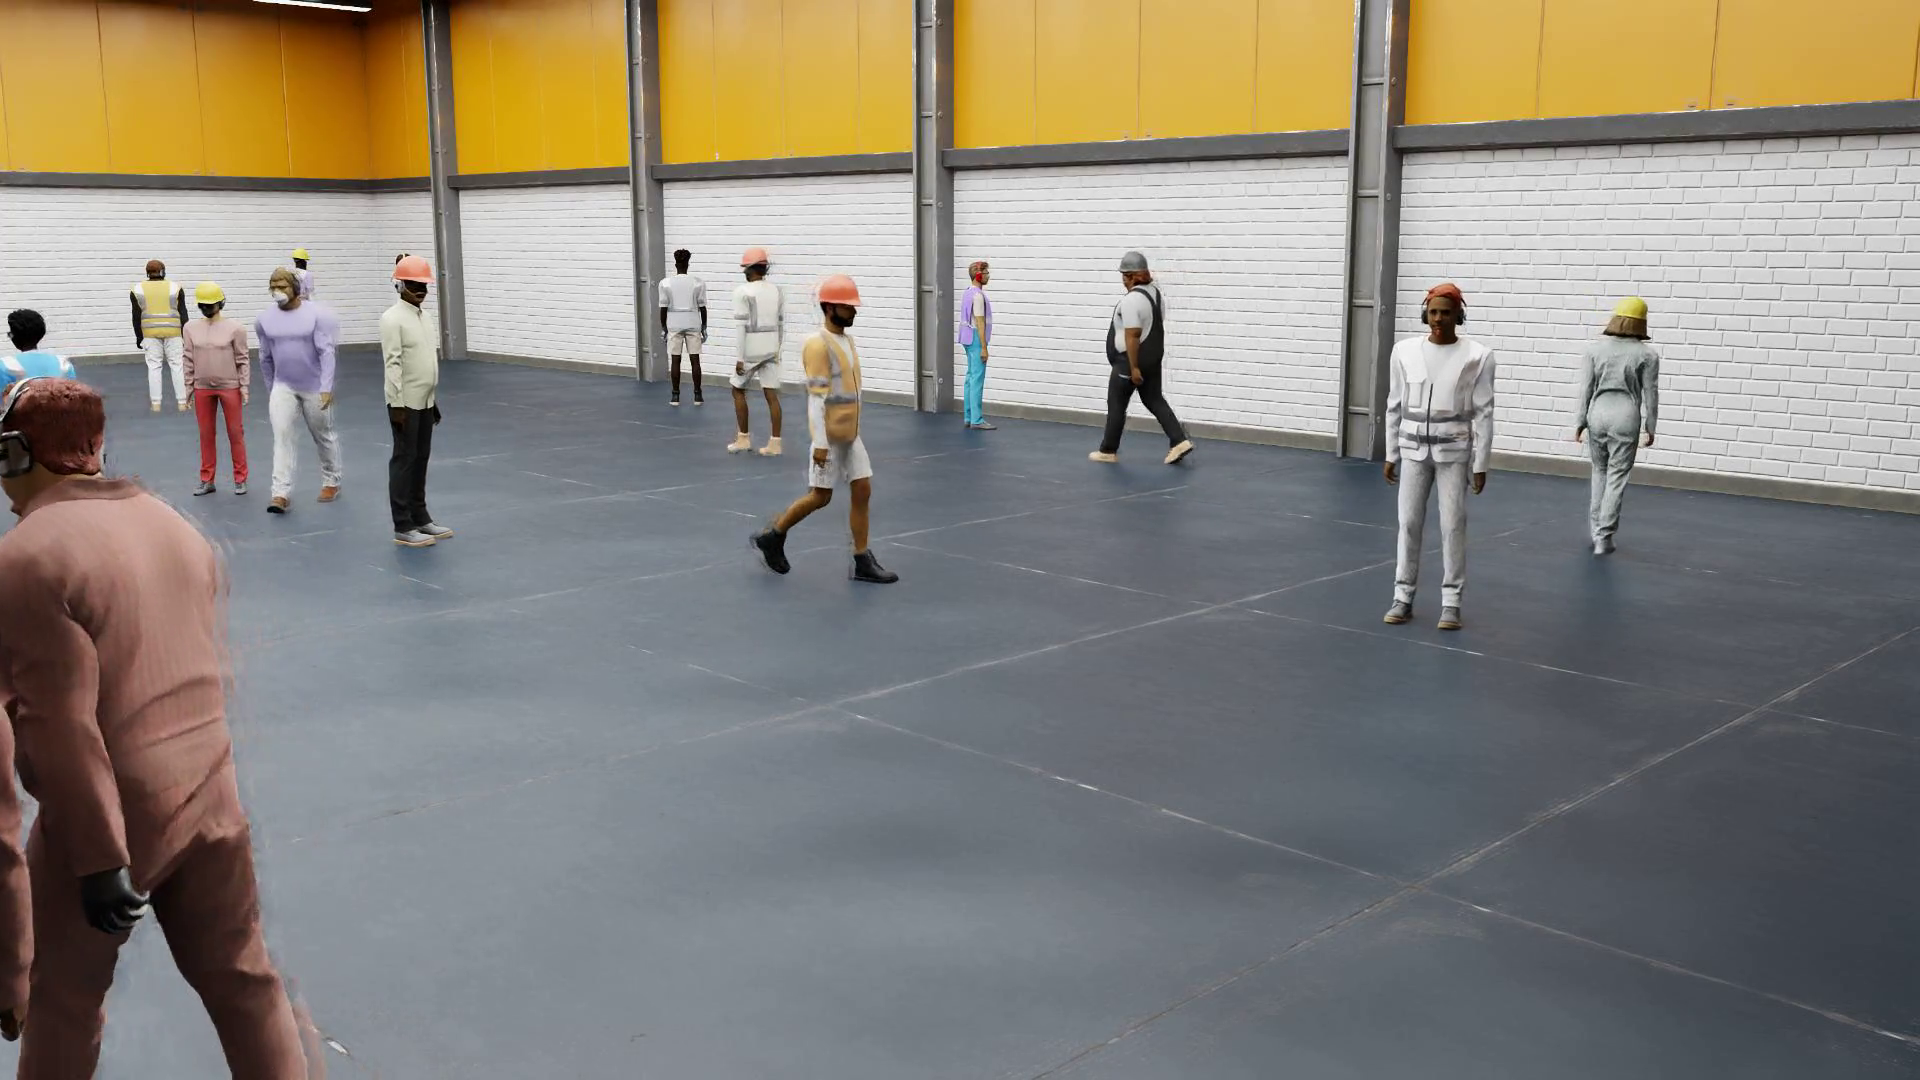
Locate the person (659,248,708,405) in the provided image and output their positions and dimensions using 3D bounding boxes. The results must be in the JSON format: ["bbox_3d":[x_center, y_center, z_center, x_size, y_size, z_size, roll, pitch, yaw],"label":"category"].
[{"bbox_3d":[-3.473,-2.674,20.930,0.607,1.965,0.367,-2,11,-10],"label":"person"}]

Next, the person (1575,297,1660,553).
[{"bbox_3d":[4.481,-0.782,11.275,0.499,1.714,0.671,8,13,39],"label":"person"}]

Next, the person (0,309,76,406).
[{"bbox_3d":[-6.020,-0.666,10.811,0.852,1.647,0.549,4,11,22],"label":"person"}]

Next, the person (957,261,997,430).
[{"bbox_3d":[0.179,-2.140,18.335,0.389,1.850,0.566,-2,11,-13],"label":"person"}]

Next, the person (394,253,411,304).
[{"bbox_3d":[-7.890,-3.148,23.776,0.328,1.872,0.513,-8,13,-36],"label":"person"}]

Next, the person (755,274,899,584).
[{"bbox_3d":[-0.837,-0.679,10.239,0.878,1.908,0.554,4,11,23],"label":"person"}]

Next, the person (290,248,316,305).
[{"bbox_3d":[-10.356,-3.621,26.206,0.594,1.923,0.381,4,11,23],"label":"person"}]

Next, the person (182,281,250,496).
[{"bbox_3d":[-6.107,-1.237,13.665,0.523,1.759,0.332,-1,10,-6],"label":"person"}]

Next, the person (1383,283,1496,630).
[{"bbox_3d":[2.595,-0.448,9.054,0.588,1.878,0.361,7,12,33],"label":"person"}]

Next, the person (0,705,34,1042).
[{"bbox_3d":[-1.902,0.767,2.905,0.538,1.705,0.924,0,10,-2],"label":"person"}]

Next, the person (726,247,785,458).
[{"bbox_3d":[-1.992,-1.809,16.074,0.774,2.013,0.638,10,14,44],"label":"person"}]

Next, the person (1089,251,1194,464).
[{"bbox_3d":[1.717,-1.717,15.508,0.971,2.000,0.682,8,13,37],"label":"person"}]

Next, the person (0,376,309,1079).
[{"bbox_3d":[-1.808,0.579,3.564,1.003,1.832,0.657,3,11,13],"label":"person"}]

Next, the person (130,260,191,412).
[{"bbox_3d":[-9.688,-2.474,20.197,0.619,1.837,0.430,-4,11,-21],"label":"person"}]

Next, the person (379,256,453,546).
[{"bbox_3d":[-3.774,-0.963,11.527,0.392,1.991,0.612,1,10,6],"label":"person"}]

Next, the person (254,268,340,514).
[{"bbox_3d":[-5.155,-1.170,12.983,0.639,1.889,1.018,-1,10,-3],"label":"person"}]
